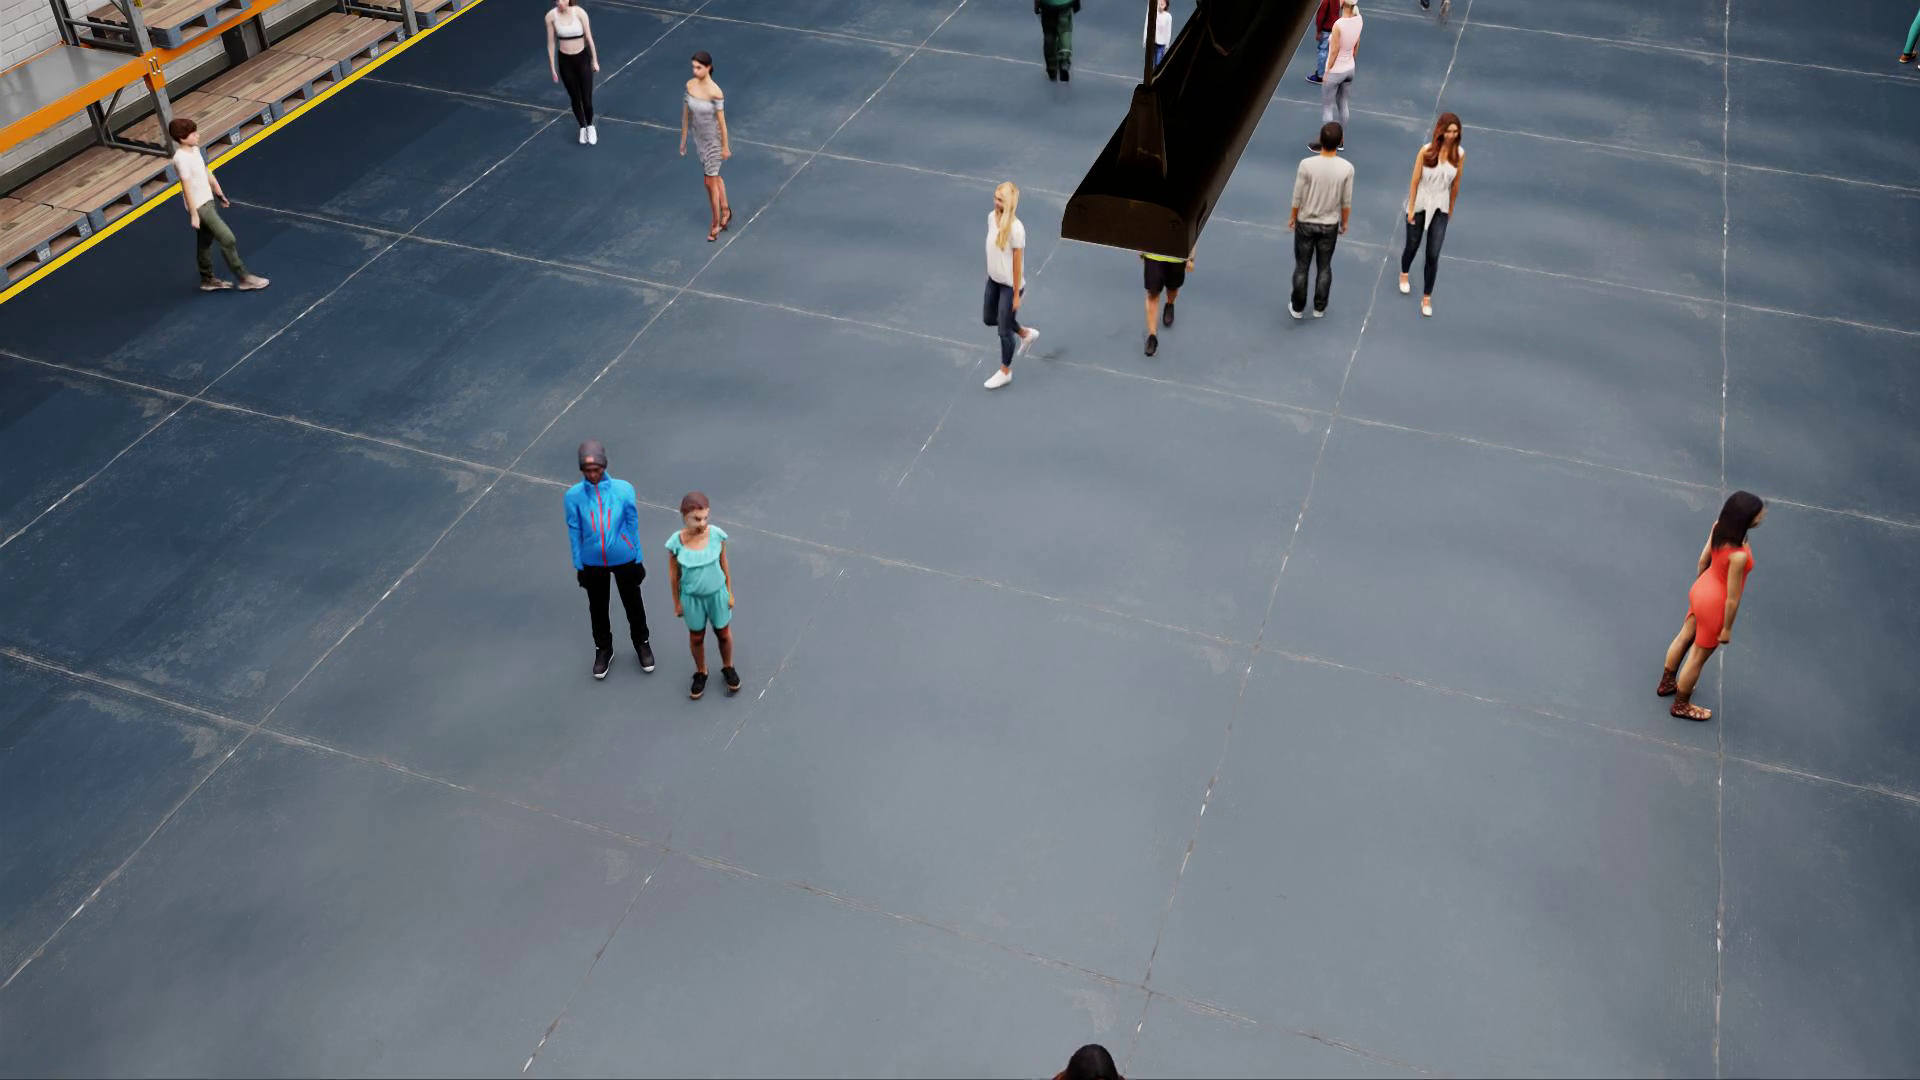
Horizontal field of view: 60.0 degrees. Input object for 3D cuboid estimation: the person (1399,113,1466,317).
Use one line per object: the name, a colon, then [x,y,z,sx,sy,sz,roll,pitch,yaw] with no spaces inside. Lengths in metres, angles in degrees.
person: [4.075,-2.919,14.585,0.759,1.756,0.978,1,39,2]

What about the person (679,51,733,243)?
person: [-2.279,-3.725,15.553,0.699,1.807,0.765,26,45,29]

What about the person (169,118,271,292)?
person: [-6.779,-2.934,14.697,0.899,1.639,0.912,-6,39,-7]

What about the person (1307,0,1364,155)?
person: [3.868,-4.773,16.930,0.624,1.726,0.701,-22,43,-25]

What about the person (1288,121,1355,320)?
person: [3.060,-2.725,14.302,0.698,1.806,0.646,5,39,6]

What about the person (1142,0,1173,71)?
person: [2.173,-5.531,18.376,0.470,1.106,0.502,9,39,11]

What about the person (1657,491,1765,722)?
person: [4.723,0.403,10.454,0.716,1.719,0.589,-2,39,-2]

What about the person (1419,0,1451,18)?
person: [5.789,-7.009,19.966,0.752,1.431,0.944,-4,39,-5]

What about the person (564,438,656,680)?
person: [-2.272,0.107,10.765,0.696,1.794,0.717,-8,39,-10]

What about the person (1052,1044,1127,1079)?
person: [0.527,2.760,7.583,0.758,1.620,0.757,-5,39,-6]

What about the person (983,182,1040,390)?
person: [0.443,-2.091,13.517,0.979,1.795,0.873,-24,44,-27]

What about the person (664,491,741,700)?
person: [-1.643,0.342,10.661,0.647,1.557,0.685,-5,39,-6]

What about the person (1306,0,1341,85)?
person: [4.106,-5.717,18.492,0.531,1.252,0.629,-32,48,-34]

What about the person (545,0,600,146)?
person: [-3.961,-4.919,17.112,0.771,1.728,0.821,-5,39,-6]

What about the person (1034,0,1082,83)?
person: [1.070,-5.858,18.211,0.924,1.823,1.074,-4,39,-5]
